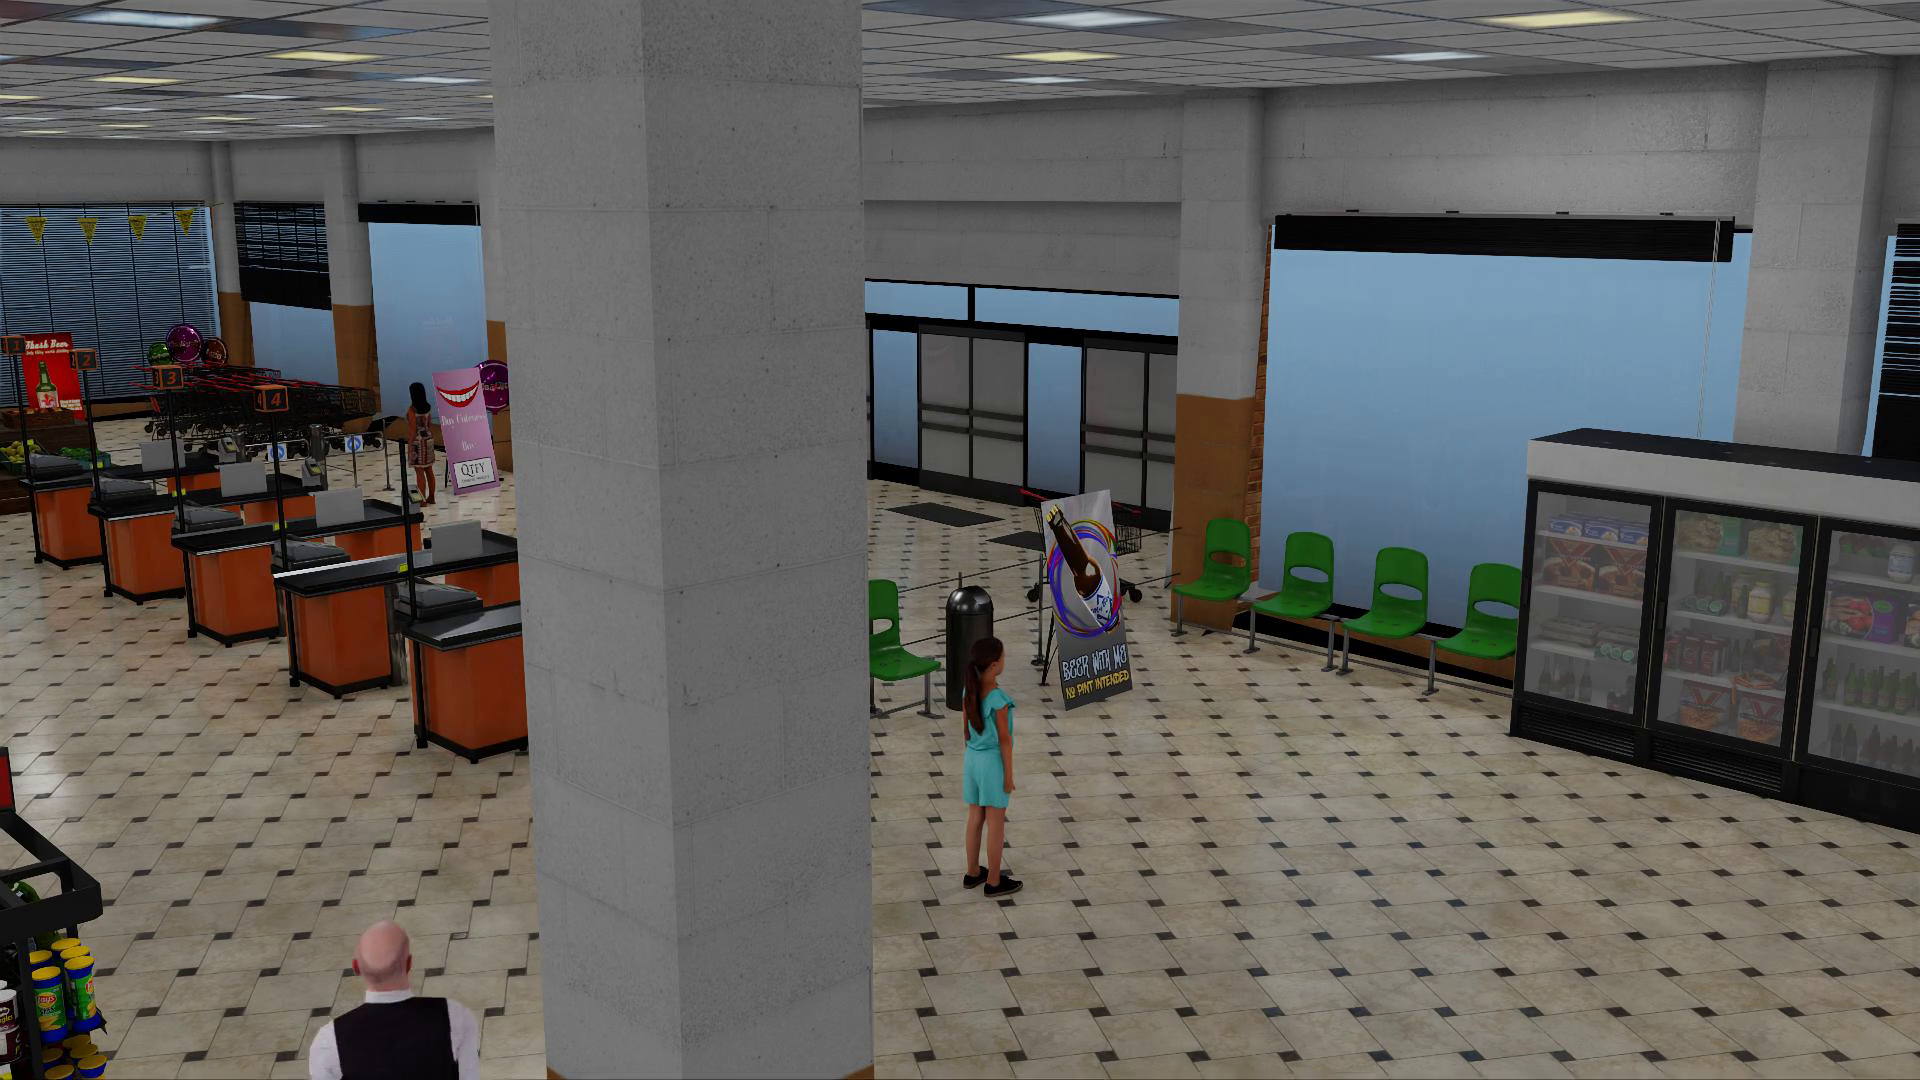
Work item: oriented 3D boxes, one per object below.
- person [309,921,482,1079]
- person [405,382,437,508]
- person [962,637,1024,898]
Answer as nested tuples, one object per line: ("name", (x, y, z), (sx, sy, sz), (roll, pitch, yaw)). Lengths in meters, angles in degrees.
("person", (-1.783, 2.147, 5.390), (1.131, 1.800, 1.065), (-4, 12, -17))
("person", (-7.128, -1.272, 22.000), (0.785, 1.645, 0.642), (4, 12, 17))
("person", (0.163, 1.328, 9.864), (0.533, 1.558, 0.556), (-10, 16, -40))
